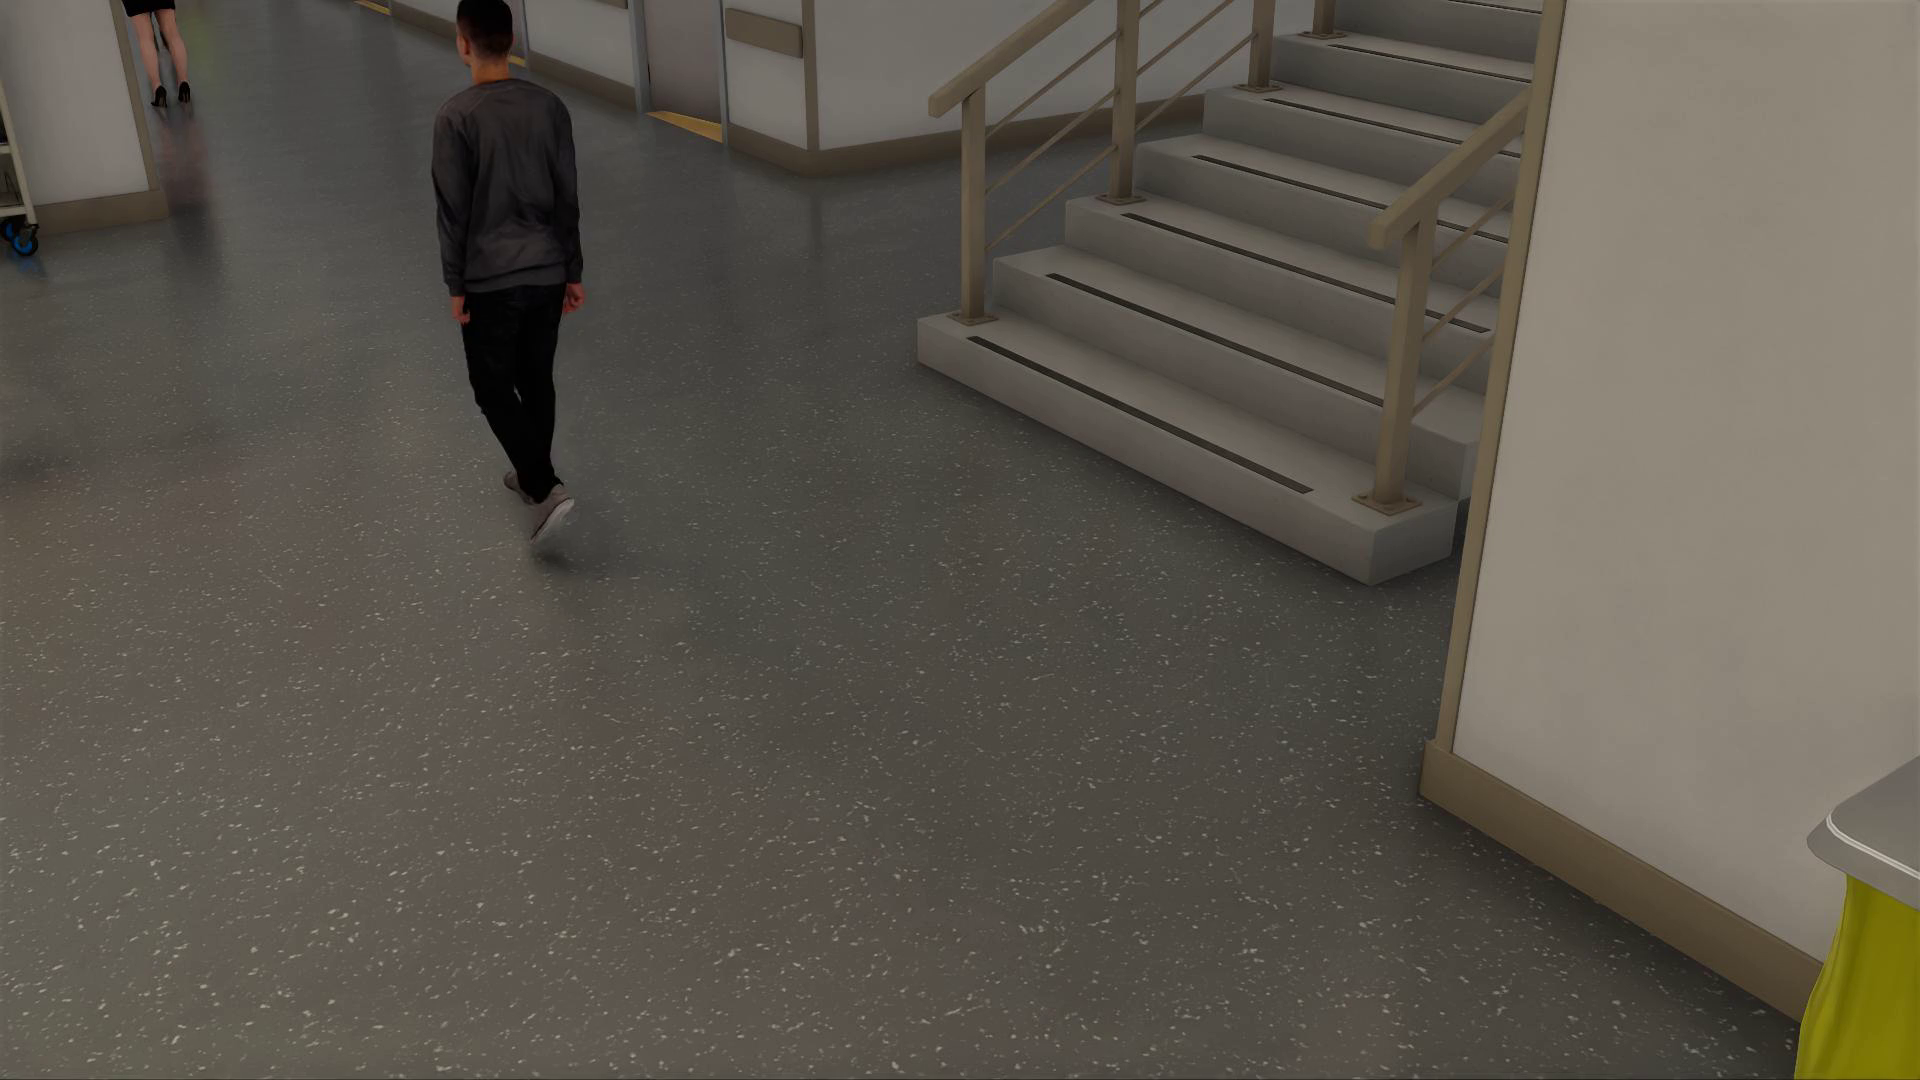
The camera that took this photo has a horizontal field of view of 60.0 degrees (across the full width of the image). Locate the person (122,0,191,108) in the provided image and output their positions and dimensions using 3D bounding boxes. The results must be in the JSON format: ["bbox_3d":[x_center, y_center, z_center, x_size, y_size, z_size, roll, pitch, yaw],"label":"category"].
[{"bbox_3d":[-5.881,-4.011,12.006,0.690,1.698,0.521,22,34,38],"label":"person"}]

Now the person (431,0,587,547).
[{"bbox_3d":[-1.412,-0.818,5.333,0.930,1.745,0.712,-19,32,-34],"label":"person"}]
